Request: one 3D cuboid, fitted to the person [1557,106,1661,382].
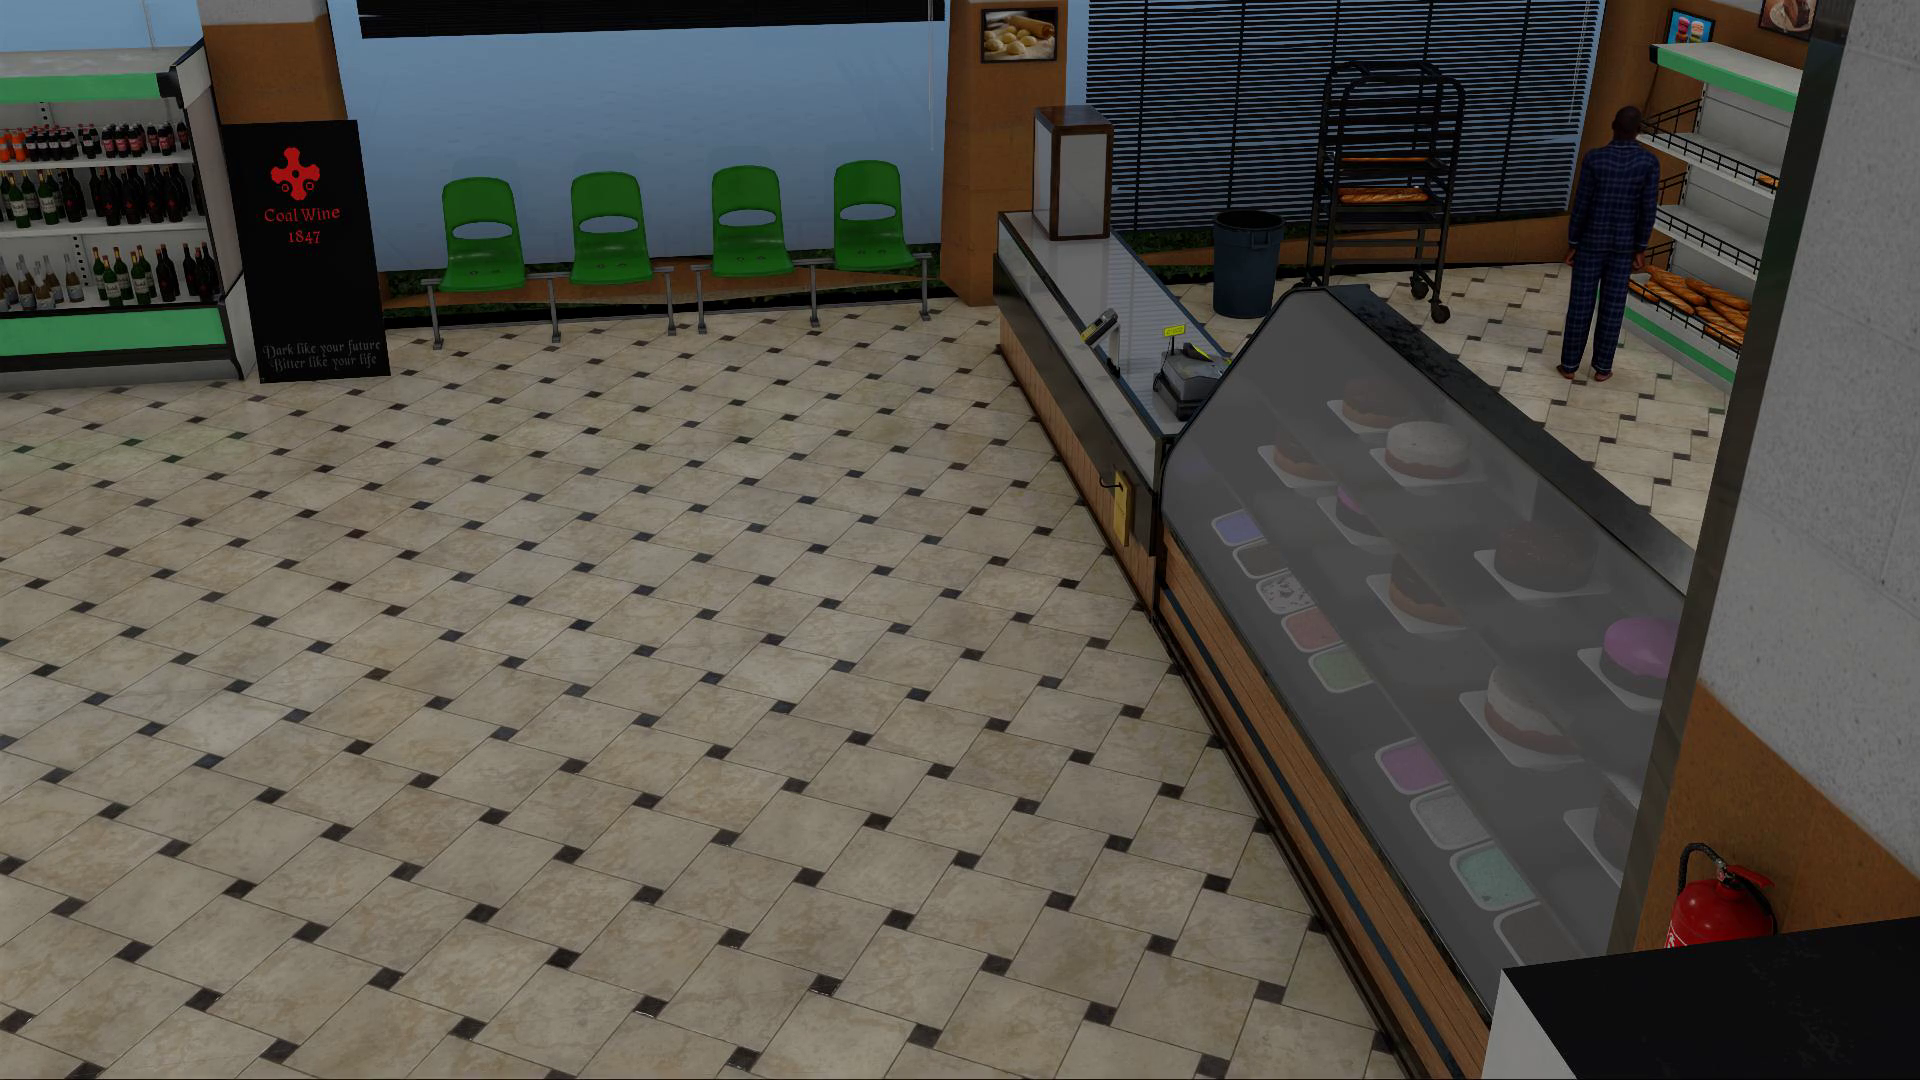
[{"bbox_3d":[4.256,-1.950,10.974,0.707,1.823,0.833,8,28,15],"label":"person"}]
